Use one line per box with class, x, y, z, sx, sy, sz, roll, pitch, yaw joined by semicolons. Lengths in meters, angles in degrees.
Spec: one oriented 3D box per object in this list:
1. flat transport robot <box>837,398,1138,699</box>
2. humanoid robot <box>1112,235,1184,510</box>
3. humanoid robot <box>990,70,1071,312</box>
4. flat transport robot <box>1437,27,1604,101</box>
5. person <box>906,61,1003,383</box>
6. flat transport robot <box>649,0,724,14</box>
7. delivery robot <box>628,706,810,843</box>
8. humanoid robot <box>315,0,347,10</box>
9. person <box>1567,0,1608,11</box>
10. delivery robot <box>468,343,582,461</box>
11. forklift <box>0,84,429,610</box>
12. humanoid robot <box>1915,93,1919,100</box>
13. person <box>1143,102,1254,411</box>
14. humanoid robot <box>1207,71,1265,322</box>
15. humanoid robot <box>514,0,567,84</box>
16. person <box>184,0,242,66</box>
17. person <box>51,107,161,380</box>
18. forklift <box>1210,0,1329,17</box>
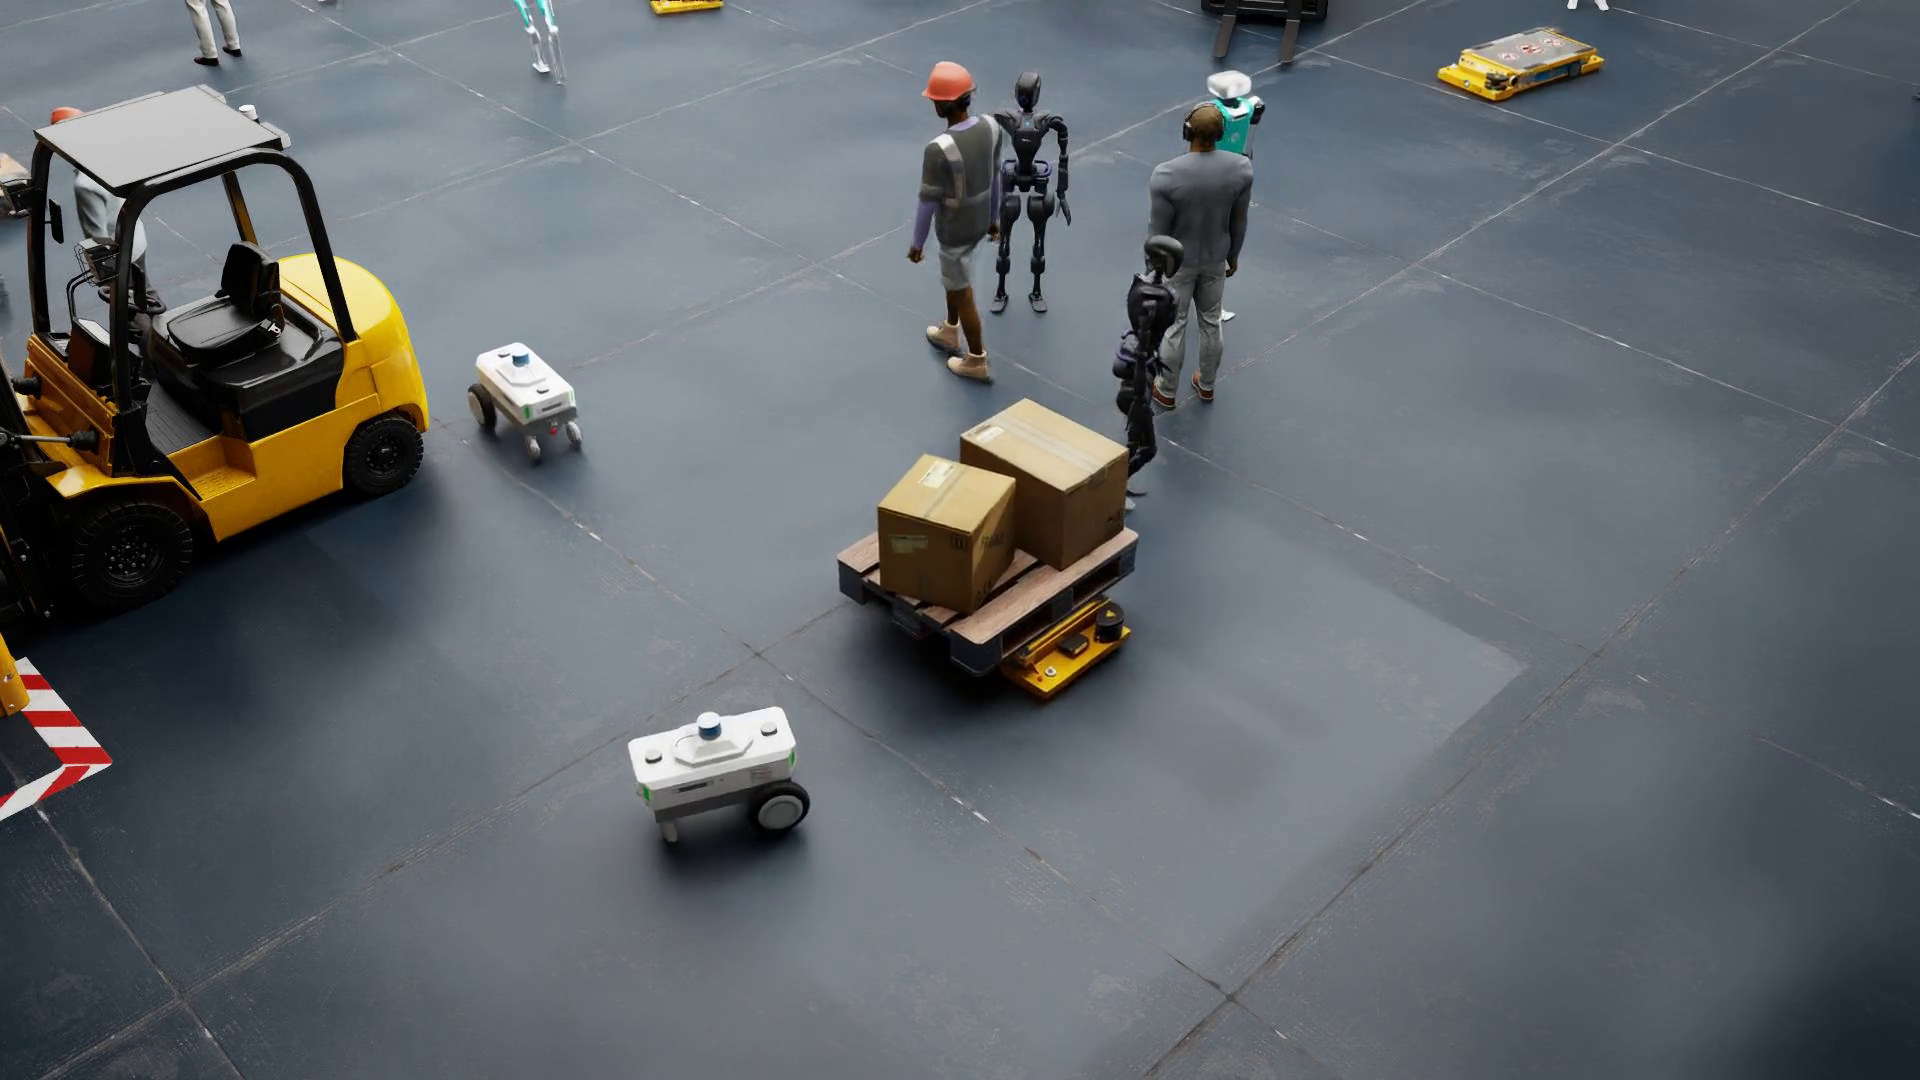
flat transport robot;0.132;0.283;8.618;1.431;0.231;0.659;30;46;34
humanoid robot;0.976;-0.907;9.048;0.379;1.644;0.615;9;38;11
humanoid robot;0.432;-2.253;10.828;0.599;1.653;0.315;1;37;1
flat transport robot;4.938;-4.186;14.600;1.431;0.231;0.659;-23;42;-27
person;-0.090;-1.937;10.128;0.790;2.013;0.623;26;44;30
flat transport robot;-2.810;-5.520;16.385;0.659;0.231;1.431;-12;38;-15
delivery robot;-1.061;1.012;7.417;0.782;0.611;0.521;-12;38;-16
humanoid robot;-6.006;-5.873;15.638;0.546;1.803;0.718;21;41;25
person;6.085;-5.824;15.645;0.513;1.640;0.306;4;37;5
delivery robot;-2.591;-0.871;9.931;0.499;0.603;0.807;-25;43;-29
forklift;-4.145;-1.093;8.856;2.313;2.155;1.214;-31;47;-34
humanoid robot;8.265;-4.217;13.509;0.610;1.625;0.774;-9;38;-11
person;1.373;-1.657;9.822;0.627;1.939;0.373;-9;38;-12
humanoid robot;1.505;-2.258;10.804;0.546;1.744;1.007;-21;42;-26
humanoid robot;-3.684;-4.715;14.176;0.532;1.886;0.789;-18;40;-22
person;-6.684;-5.045;14.485;0.384;1.781;0.550;20;41;25
person;-5.183;-1.808;10.188;0.347;1.739;0.570;-3;37;-4
forklift;3.106;-6.400;15.960;1.214;2.155;2.313;8;37;10
